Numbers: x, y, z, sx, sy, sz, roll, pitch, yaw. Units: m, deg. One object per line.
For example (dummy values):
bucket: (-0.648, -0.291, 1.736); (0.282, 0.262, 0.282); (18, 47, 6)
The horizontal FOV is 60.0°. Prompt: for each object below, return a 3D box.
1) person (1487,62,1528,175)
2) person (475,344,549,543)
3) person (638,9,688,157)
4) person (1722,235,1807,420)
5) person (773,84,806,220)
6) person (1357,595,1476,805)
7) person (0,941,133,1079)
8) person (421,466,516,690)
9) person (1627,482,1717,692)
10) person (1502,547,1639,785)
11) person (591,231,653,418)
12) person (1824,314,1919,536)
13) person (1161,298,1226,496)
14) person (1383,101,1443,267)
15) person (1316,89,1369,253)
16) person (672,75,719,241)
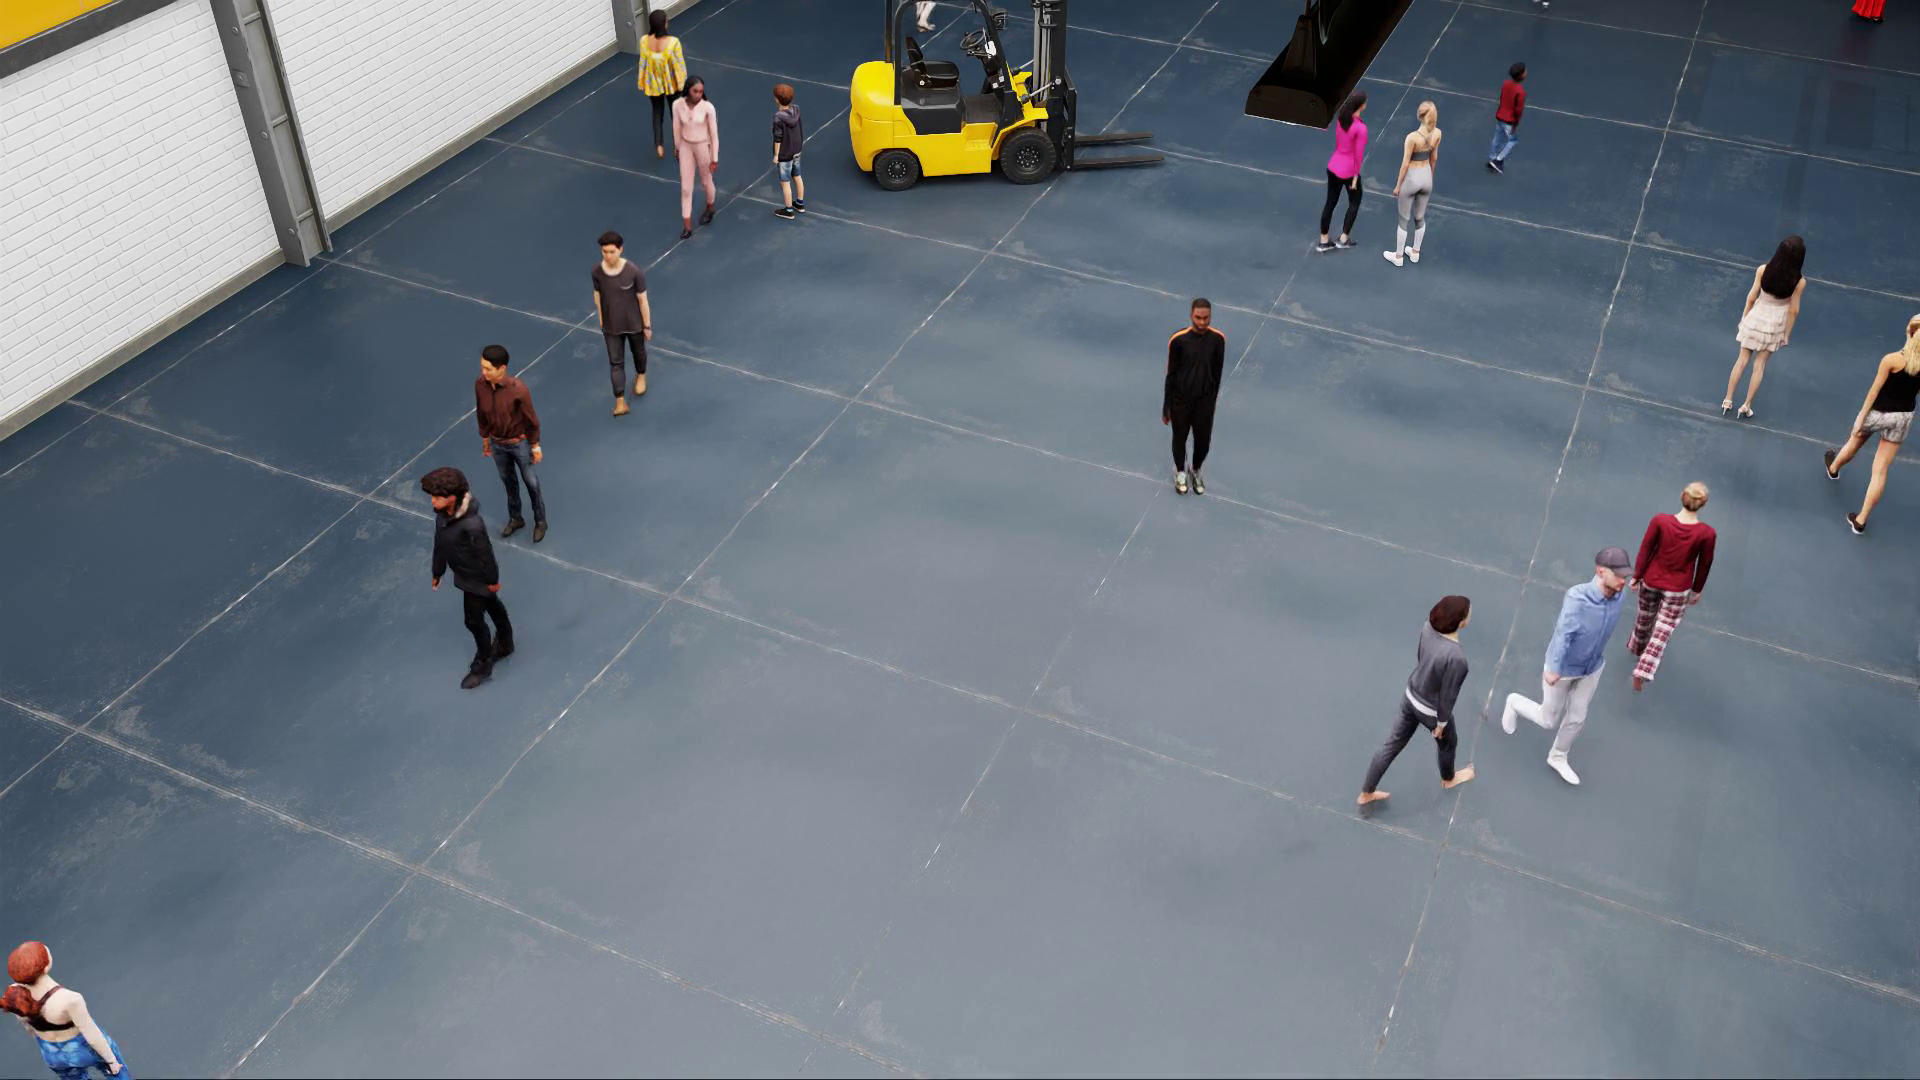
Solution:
person: (5.940, -4.599, 18.161); (0.666, 1.246, 0.614); (-20, 43, -23)
person: (-3.484, -0.772, 12.942); (0.679, 1.778, 0.577); (10, 40, 12)
person: (-3.277, -5.032, 18.376); (0.820, 1.654, 0.860); (4, 39, 5)
person: (6.899, -1.822, 14.293); (0.635, 1.734, 0.606); (27, 46, 30)
person: (-1.796, -4.061, 17.326); (0.637, 1.447, 0.519); (26, 45, 29)
person: (2.931, 1.073, 10.674); (1.171, 1.726, 1.054); (-16, 41, -19)
person: (-4.586, 2.728, 8.576); (0.831, 1.768, 1.062); (1, 39, 1)
person: (-3.367, 0.174, 11.777); (0.880, 1.754, 0.783); (-32, 48, -33)
person: (4.936, 0.327, 11.644); (0.661, 1.682, 0.959); (19, 42, 22)
person: (4.006, 0.751, 10.963); (0.970, 1.868, 1.045); (-11, 40, -14)
person: (-2.916, -1.953, 14.503); (0.929, 1.676, 1.145); (0, 39, 0)
person: (7.314, -0.883, 13.077); (0.756, 1.783, 1.246); (7, 39, 9)
person: (1.857, -1.188, 13.452); (0.739, 1.793, 0.762); (0, 39, 0)
person: (4.510, -3.521, 16.442); (0.647, 1.707, 0.700); (-11, 40, -13)
person: (3.766, -3.660, 16.646); (0.786, 1.680, 0.723); (-23, 44, -26)
person: (-2.652, -3.977, 17.035); (0.847, 1.680, 1.130); (8, 39, 9)
